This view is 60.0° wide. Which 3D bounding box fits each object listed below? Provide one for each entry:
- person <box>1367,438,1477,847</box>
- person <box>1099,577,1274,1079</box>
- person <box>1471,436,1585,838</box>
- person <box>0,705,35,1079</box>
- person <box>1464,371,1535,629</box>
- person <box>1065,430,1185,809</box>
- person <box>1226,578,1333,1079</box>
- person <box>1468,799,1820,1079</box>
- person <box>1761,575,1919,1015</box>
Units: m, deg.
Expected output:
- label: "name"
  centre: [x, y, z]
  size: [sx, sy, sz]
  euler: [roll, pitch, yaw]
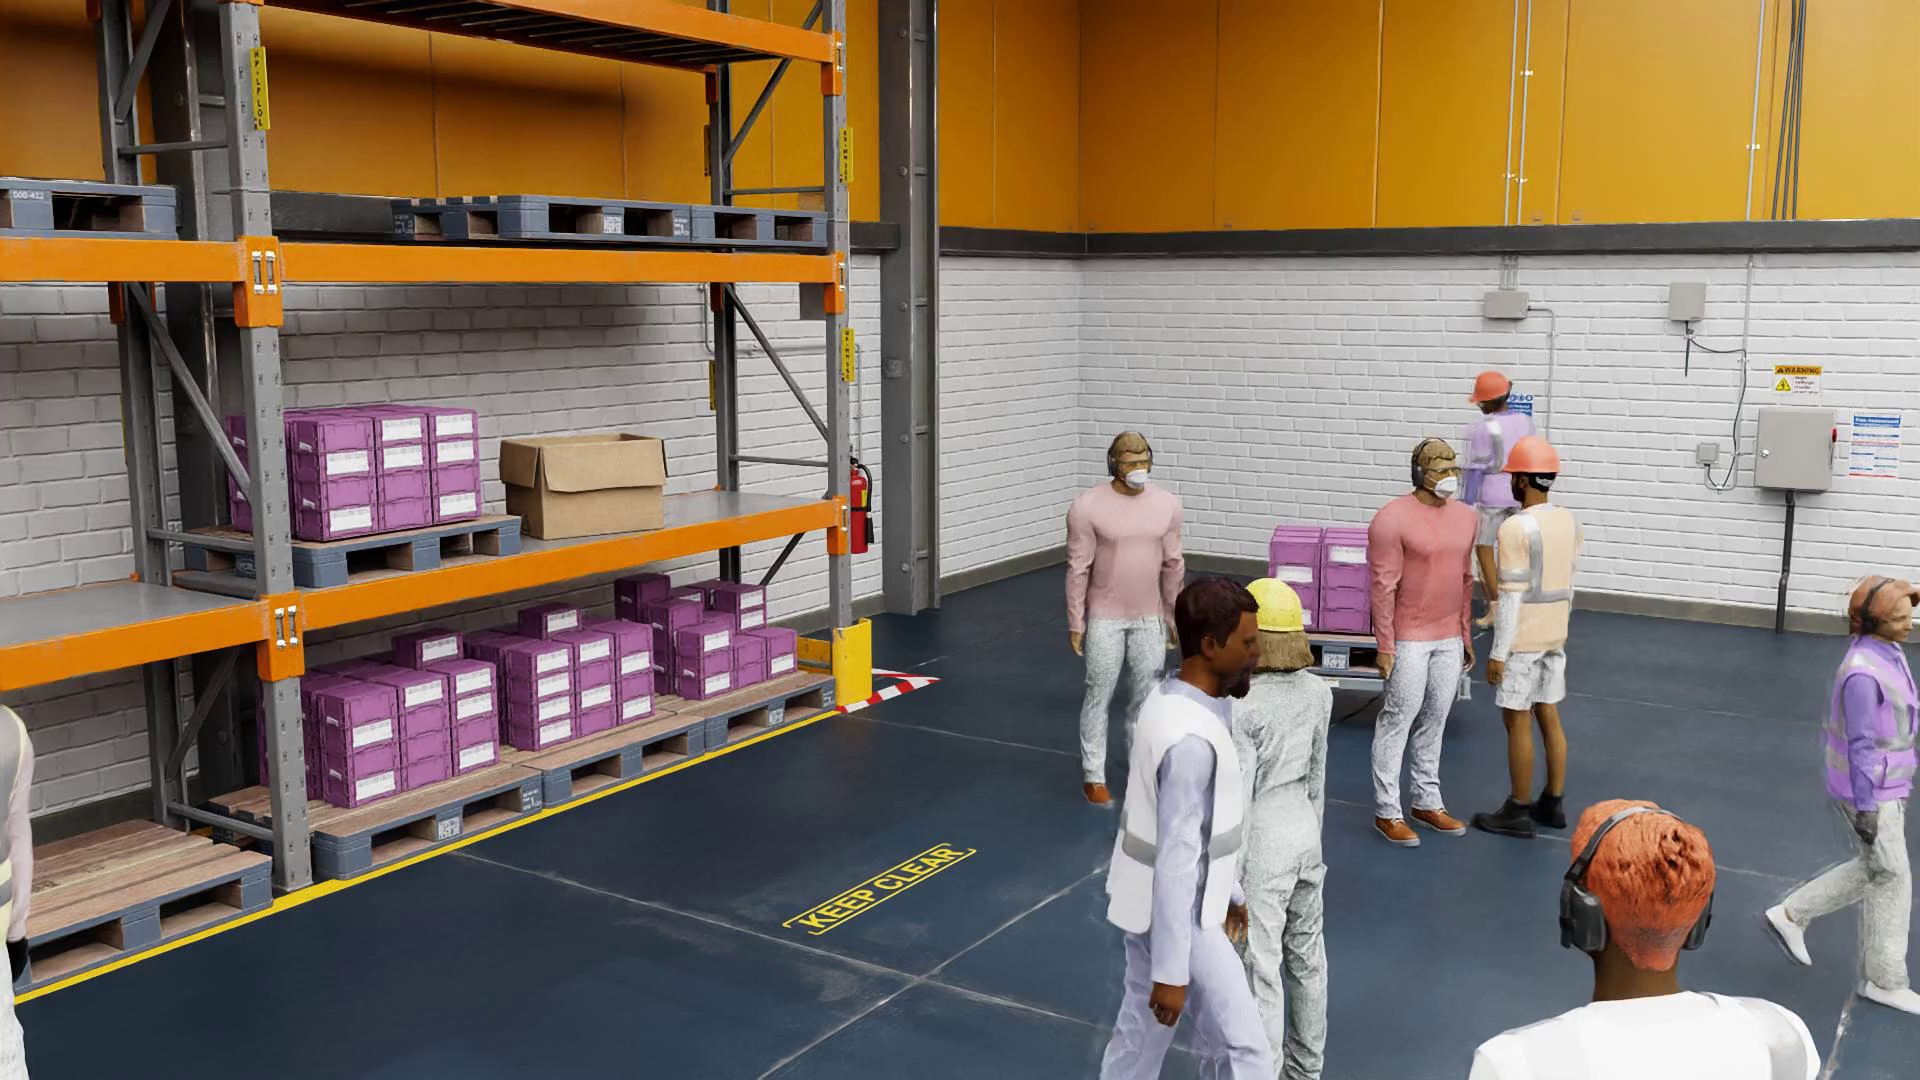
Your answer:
- label: "person"
  centre: [2.219, 0.478, 7.944]
  size: [0.630, 1.940, 0.372]
  euler: [-5, 10, -30]
- label: "person"
  centre: [0.734, 1.031, 4.515]
  size: [0.885, 1.881, 0.619]
  euler: [0, 9, 2]
- label: "person"
  centre: [2.736, 0.470, 8.038]
  size: [0.581, 1.928, 0.383]
  euler: [-6, 11, -35]
- label: "person"
  centre: [-2.738, 1.078, 4.370]
  size: [0.429, 1.840, 0.635]
  euler: [4, 9, 22]
- label: "person"
  centre: [4.220, -0.303, 12.883]
  size: [0.687, 2.004, 0.547]
  euler: [-4, 10, -27]
- label: "person"
  centre: [0.842, 0.402, 8.475]
  size: [0.637, 1.932, 0.372]
  euler: [-3, 9, -17]
- label: "person"
  centre: [0.969, 0.984, 5.285]
  size: [0.486, 1.744, 0.311]
  euler: [-7, 11, -38]
- label: "person"
  centre: [1.023, 1.329, 2.596]
  size: [0.574, 1.882, 0.358]
  euler: [-2, 9, -14]
- label: "person"
  centre: [3.345, 0.917, 6.122]
  size: [0.561, 1.612, 0.540]
  euler: [6, 10, 33]
